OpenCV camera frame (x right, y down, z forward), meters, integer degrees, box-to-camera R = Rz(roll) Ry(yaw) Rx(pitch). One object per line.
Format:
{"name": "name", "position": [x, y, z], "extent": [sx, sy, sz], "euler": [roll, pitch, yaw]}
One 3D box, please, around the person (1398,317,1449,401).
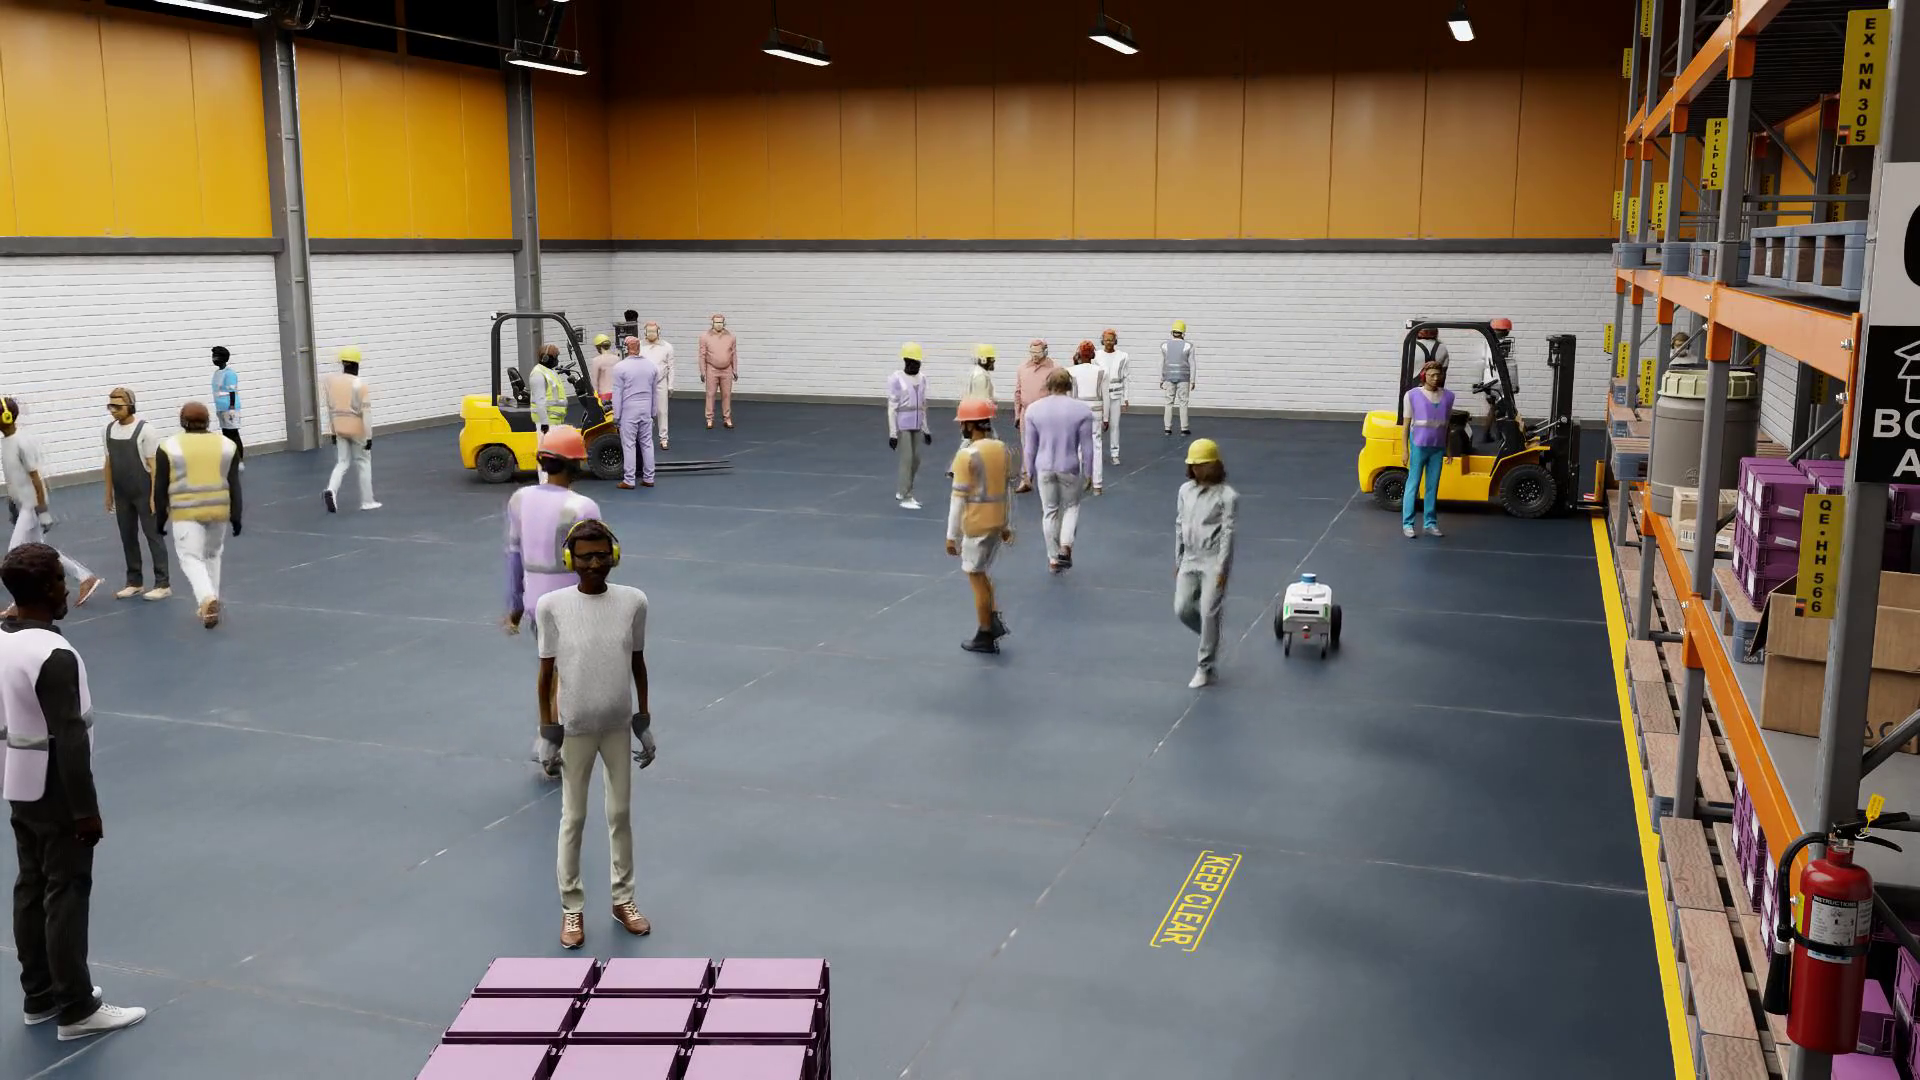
{"name": "person", "position": [6.426, -2.101, 23.254], "extent": [0.689, 2.000, 0.538], "euler": [-2, 10, -13]}

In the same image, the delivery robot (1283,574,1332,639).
{"name": "delivery robot", "position": [2.622, 0.498, 12.534], "extent": [0.477, 0.478, 0.707], "euler": [2, 10, 13]}

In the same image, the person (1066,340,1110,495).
{"name": "person", "position": [1.527, -1.470, 20.145], "extent": [0.573, 1.883, 0.355], "euler": [0, 10, -1]}

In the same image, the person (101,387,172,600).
{"name": "person", "position": [-7.063, -0.390, 14.209], "extent": [0.503, 1.836, 0.353], "euler": [2, 10, 12]}

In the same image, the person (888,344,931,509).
{"name": "person", "position": [-0.612, -1.313, 19.285], "extent": [0.534, 1.909, 0.653], "euler": [7, 12, 35]}

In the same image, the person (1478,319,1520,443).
{"name": "person", "position": [8.348, -2.451, 25.623], "extent": [0.943, 1.893, 0.568], "euler": [-7, 12, -35]}

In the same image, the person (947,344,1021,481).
{"name": "person", "position": [0.270, -1.614, 21.245], "extent": [0.945, 1.785, 0.617], "euler": [0, 10, 3]}

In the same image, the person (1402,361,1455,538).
{"name": "person", "position": [4.847, -0.945, 17.293], "extent": [0.569, 1.843, 0.373], "euler": [-3, 10, -15]}

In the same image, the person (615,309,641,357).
{"name": "person", "position": [-5.546, -2.909, 28.066], "extent": [0.385, 1.953, 0.610], "euler": [4, 11, 23]}

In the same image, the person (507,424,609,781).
{"name": "person", "position": [-2.239, 0.355, 9.454], "extent": [0.653, 2.026, 0.500], "euler": [6, 12, 29]}

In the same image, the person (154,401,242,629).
{"name": "person", "position": [-5.993, -0.193, 13.169], "extent": [0.648, 1.807, 0.869], "euler": [-8, 13, -39]}

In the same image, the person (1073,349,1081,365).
{"name": "person", "position": [1.608, -1.789, 22.662], "extent": [0.544, 1.626, 0.394], "euler": [-9, 14, -42]}

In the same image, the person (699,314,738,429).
{"name": "person", "position": [-3.979, -2.785, 27.488], "extent": [0.652, 1.904, 0.402], "euler": [-4, 11, -21]}

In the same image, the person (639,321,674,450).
{"name": "person", "position": [-4.543, -2.273, 24.596], "extent": [0.641, 1.911, 0.410], "euler": [-1, 10, -6]}

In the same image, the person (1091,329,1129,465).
{"name": "person", "position": [2.042, -1.965, 22.936], "extent": [0.585, 1.878, 0.337], "euler": [0, 10, 0]}

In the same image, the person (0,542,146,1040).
{"name": "person", "position": [-3.486, 0.958, 6.362], "extent": [0.591, 1.921, 0.390], "euler": [8, 13, 36]}

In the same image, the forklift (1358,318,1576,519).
{"name": "forklift", "position": [5.787, -1.437, 19.079], "extent": [2.313, 2.155, 1.214], "euler": [3, 11, 19]}

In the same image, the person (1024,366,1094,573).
{"name": "person", "position": [0.906, -0.638, 15.334], "extent": [0.649, 1.925, 0.461], "euler": [1, 10, 7]}

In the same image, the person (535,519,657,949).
{"name": "person", "position": [-1.580, 0.827, 7.243], "extent": [0.512, 1.872, 0.328], "euler": [-5, 11, -27]}

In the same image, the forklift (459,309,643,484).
{"name": "forklift", "position": [-5.354, -1.902, 21.697], "extent": [2.313, 2.155, 1.214], "euler": [-2, 10, -13]}

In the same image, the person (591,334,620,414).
{"name": "person", "position": [-5.141, -2.117, 24.175], "extent": [0.389, 1.748, 0.537], "euler": [8, 13, 39]}

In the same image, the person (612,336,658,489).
{"name": "person", "position": [-4.068, -1.585, 20.753], "extent": [0.401, 1.903, 0.646], "euler": [9, 14, 43]}

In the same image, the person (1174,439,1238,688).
{"name": "person", "position": [1.721, 0.147, 11.500], "extent": [0.487, 1.725, 0.504], "euler": [9, 13, 41]}

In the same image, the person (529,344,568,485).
{"name": "person", "position": [-4.963, -1.445, 20.130], "extent": [0.429, 1.840, 0.622], "euler": [0, 10, 0]}

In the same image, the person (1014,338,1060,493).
{"name": "person", "position": [0.944, -1.502, 20.274], "extent": [0.636, 1.902, 0.406], "euler": [5, 11, 24]}

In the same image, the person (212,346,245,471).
{"name": "person", "position": [-9.833, -1.756, 22.303], "extent": [0.536, 1.690, 0.320], "euler": [9, 14, 43]}

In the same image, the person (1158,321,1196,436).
{"name": "person", "position": [3.466, -2.573, 26.496], "extent": [0.603, 1.830, 0.404], "euler": [4, 11, 20]}

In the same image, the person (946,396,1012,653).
{"name": "person", "position": [0.126, -0.107, 12.351], "extent": [0.419, 1.920, 0.586], "euler": [8, 13, 38]}

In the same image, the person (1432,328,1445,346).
{"name": "person", "position": [7.515, -2.597, 26.859], "extent": [0.629, 1.760, 1.040], "euler": [-2, 10, -11]}

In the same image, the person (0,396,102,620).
{"name": "person", "position": [-7.566, -0.285, 13.651], "extent": [0.818, 1.831, 0.566], "euler": [-9, 14, -42]}

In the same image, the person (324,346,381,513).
{"name": "person", "position": [-6.926, -1.247, 18.836], "extent": [0.600, 1.903, 0.738], "euler": [2, 10, 12]}

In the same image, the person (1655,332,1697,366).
{"name": "person", "position": [9.092, -1.675, 21.143], "extent": [0.631, 1.939, 0.372], "euler": [3, 10, 15]}
